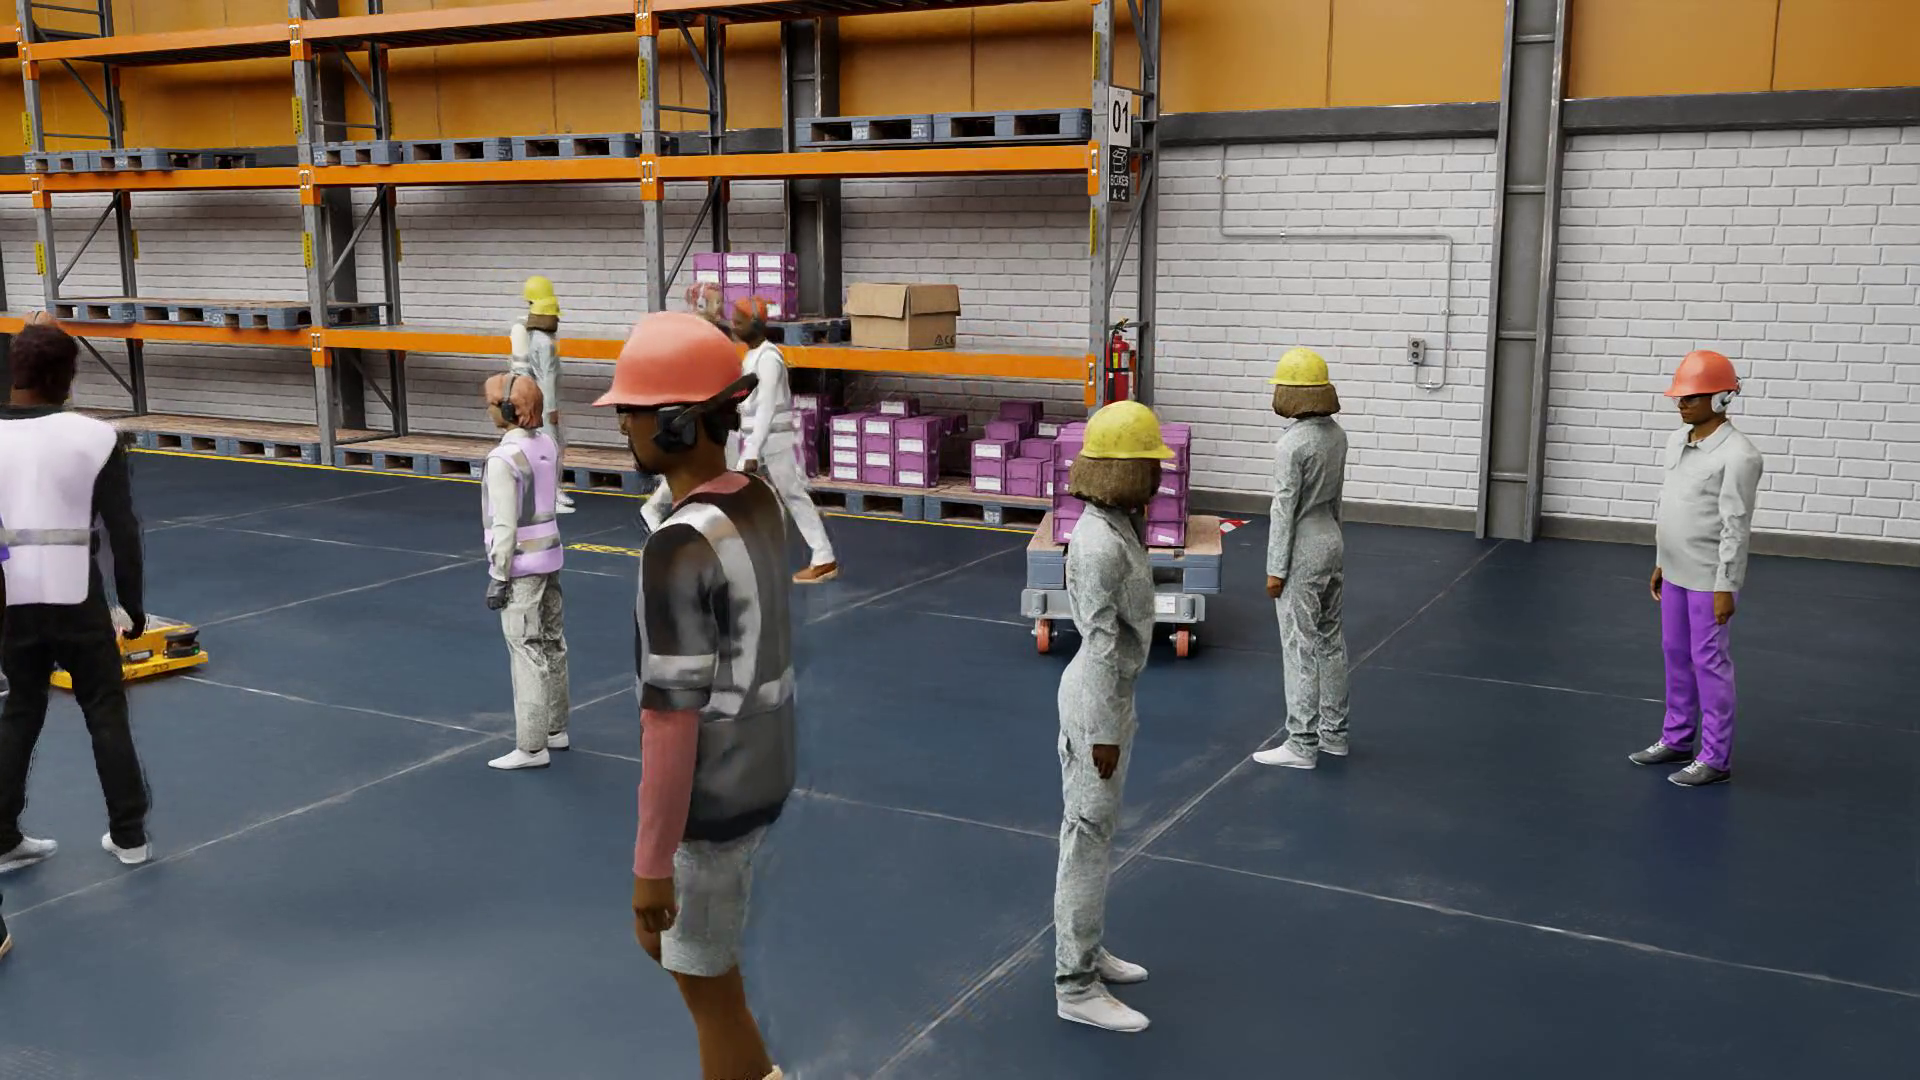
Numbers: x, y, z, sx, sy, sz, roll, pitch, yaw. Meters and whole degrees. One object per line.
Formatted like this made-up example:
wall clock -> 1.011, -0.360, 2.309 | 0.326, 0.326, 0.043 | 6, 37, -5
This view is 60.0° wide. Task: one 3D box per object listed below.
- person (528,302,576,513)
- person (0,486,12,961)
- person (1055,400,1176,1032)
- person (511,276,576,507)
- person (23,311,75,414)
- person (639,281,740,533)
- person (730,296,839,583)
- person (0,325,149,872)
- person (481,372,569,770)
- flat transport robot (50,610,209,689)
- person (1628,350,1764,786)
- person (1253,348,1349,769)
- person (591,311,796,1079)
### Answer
person -> -3.307, -1.067, 13.186 | 0.400, 1.728, 0.506 | -4, 11, -23
person -> -3.096, 0.334, 4.865 | 0.604, 1.959, 0.379 | 0, 10, -1
person -> 0.429, 0.478, 4.665 | 0.321, 1.743, 0.488 | 2, 10, 9
person -> -3.383, -1.165, 13.309 | 0.619, 1.869, 0.619 | 5, 11, 24
person -> -6.815, -0.895, 12.480 | 0.305, 1.640, 0.522 | 0, 10, 3
person -> -1.854, -0.892, 11.801 | 0.873, 1.879, 0.641 | 4, 11, 19
person -> -1.225, -0.594, 10.326 | 1.064, 1.819, 0.591 | -4, 11, -21
person -> -3.116, 0.222, 5.686 | 0.606, 1.888, 0.451 | -2, 11, -11
person -> -1.794, 0.127, 6.870 | 0.308, 1.643, 0.511 | 2, 10, 9
flat transport robot -> -4.561, 0.508, 8.539 | 1.431, 0.197, 0.652 | 7, 13, 35
person -> 2.947, 0.111, 6.689 | 0.346, 1.743, 0.557 | -1, 10, -5
person -> 1.421, 0.076, 6.905 | 0.344, 1.738, 0.483 | 9, 14, 41
person -> -0.564, 0.537, 3.545 | 0.419, 2.032, 0.632 | 1, 10, 6
